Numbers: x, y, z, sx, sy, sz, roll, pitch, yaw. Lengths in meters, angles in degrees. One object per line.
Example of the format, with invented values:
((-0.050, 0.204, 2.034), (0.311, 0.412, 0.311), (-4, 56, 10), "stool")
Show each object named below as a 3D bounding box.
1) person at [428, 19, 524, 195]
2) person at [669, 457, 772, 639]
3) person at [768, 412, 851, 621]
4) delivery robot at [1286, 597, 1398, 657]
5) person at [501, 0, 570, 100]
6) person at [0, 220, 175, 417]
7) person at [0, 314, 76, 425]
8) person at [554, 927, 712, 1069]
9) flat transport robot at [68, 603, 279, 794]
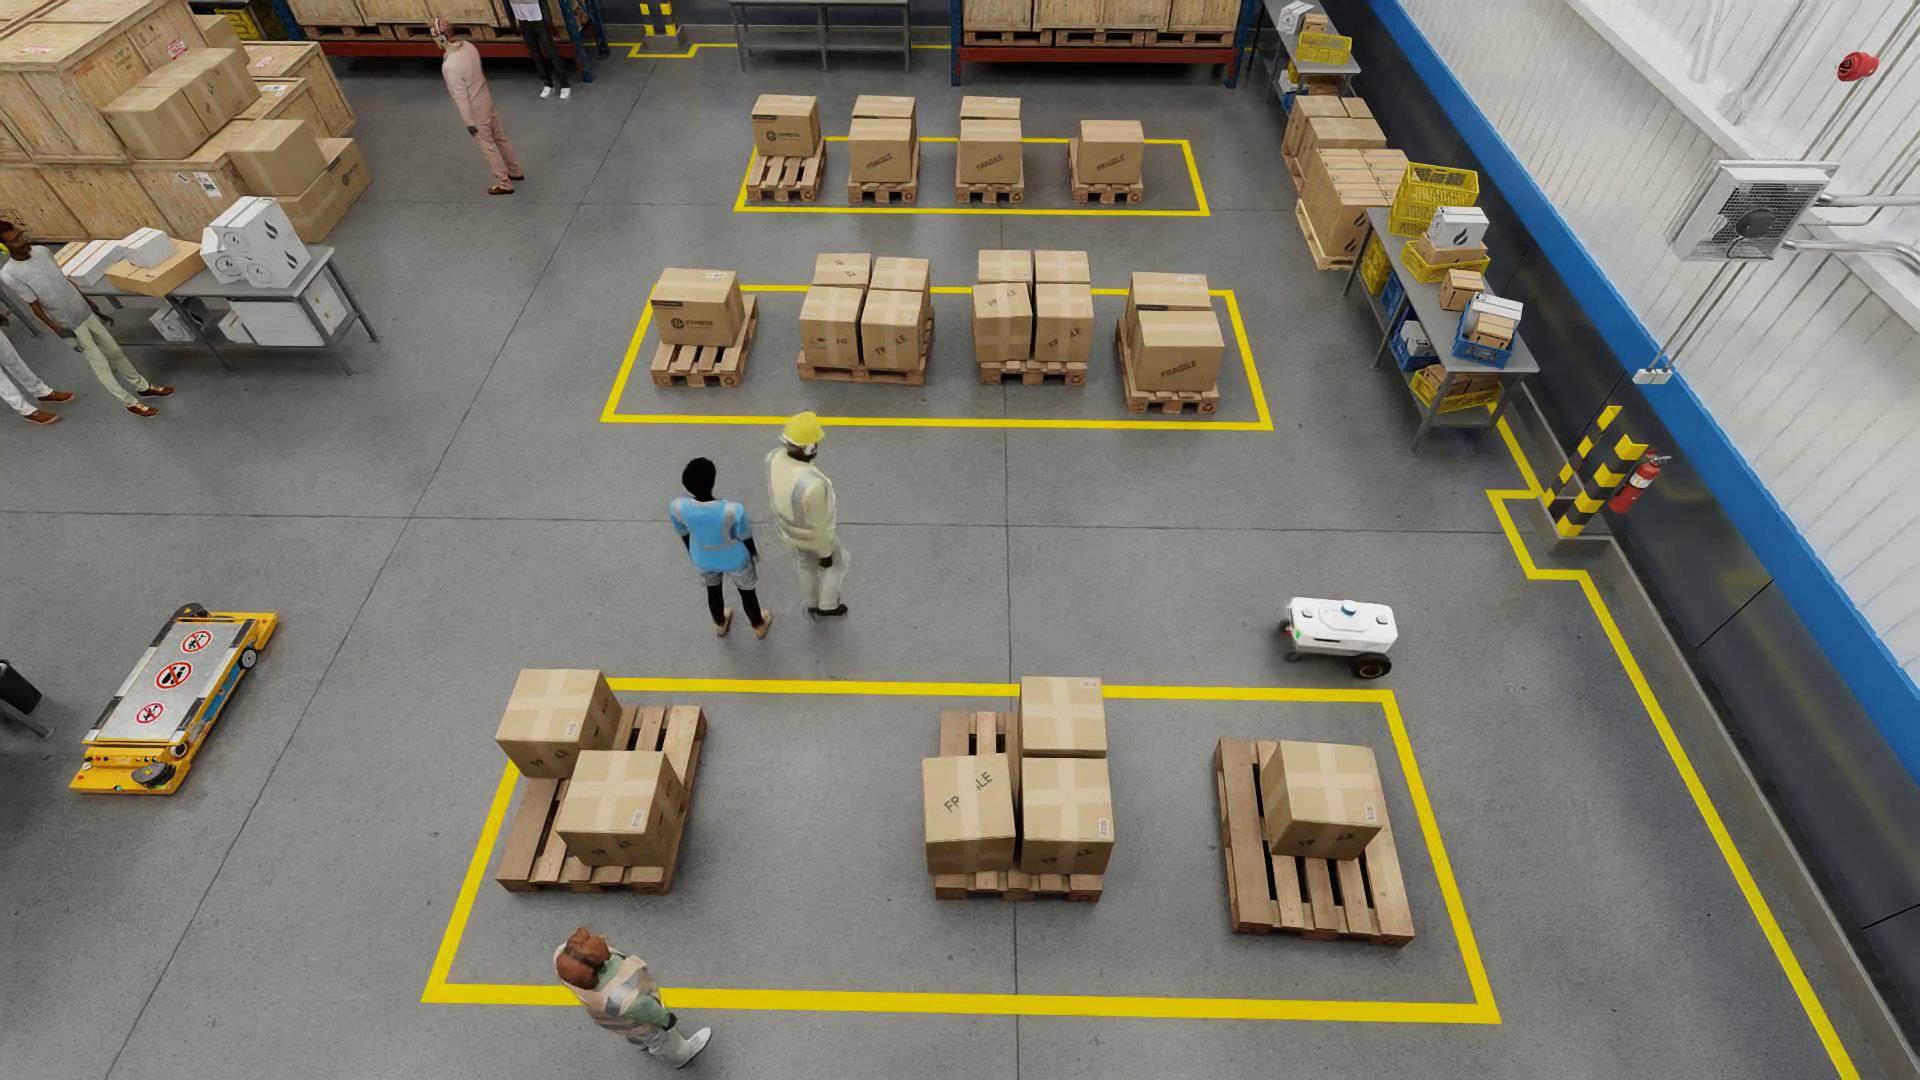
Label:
((-5.531, -4.914, 10.453), (0.401, 1.900, 0.648), (3, 50, 2), "person")
((-1.650, 0.098, 6.344), (0.536, 1.692, 0.319), (5, 50, 4), "person")
((-1.031, -0.118, 6.462), (0.476, 1.789, 0.634), (-35, 58, -26), "person")
((2.729, 0.613, 6.586), (0.707, 0.478, 0.477), (5, 50, 4), "delivery robot")
((-5.651, -6.841, 12.077), (0.602, 1.906, 0.413), (2, 50, 2), "person")
((-7.596, -1.891, 7.906), (0.328, 1.877, 0.511), (-2, 50, -2), "person")
((-8.473, -1.824, 7.844), (0.349, 1.881, 0.577), (-2, 50, -2), "person")
((-1.633, 2.282, 4.524), (0.514, 1.645, 0.309), (20, 53, 16), "person")
((-5.504, 1.072, 6.442), (0.652, 0.197, 1.431), (1, 50, 1), "flat transport robot")
